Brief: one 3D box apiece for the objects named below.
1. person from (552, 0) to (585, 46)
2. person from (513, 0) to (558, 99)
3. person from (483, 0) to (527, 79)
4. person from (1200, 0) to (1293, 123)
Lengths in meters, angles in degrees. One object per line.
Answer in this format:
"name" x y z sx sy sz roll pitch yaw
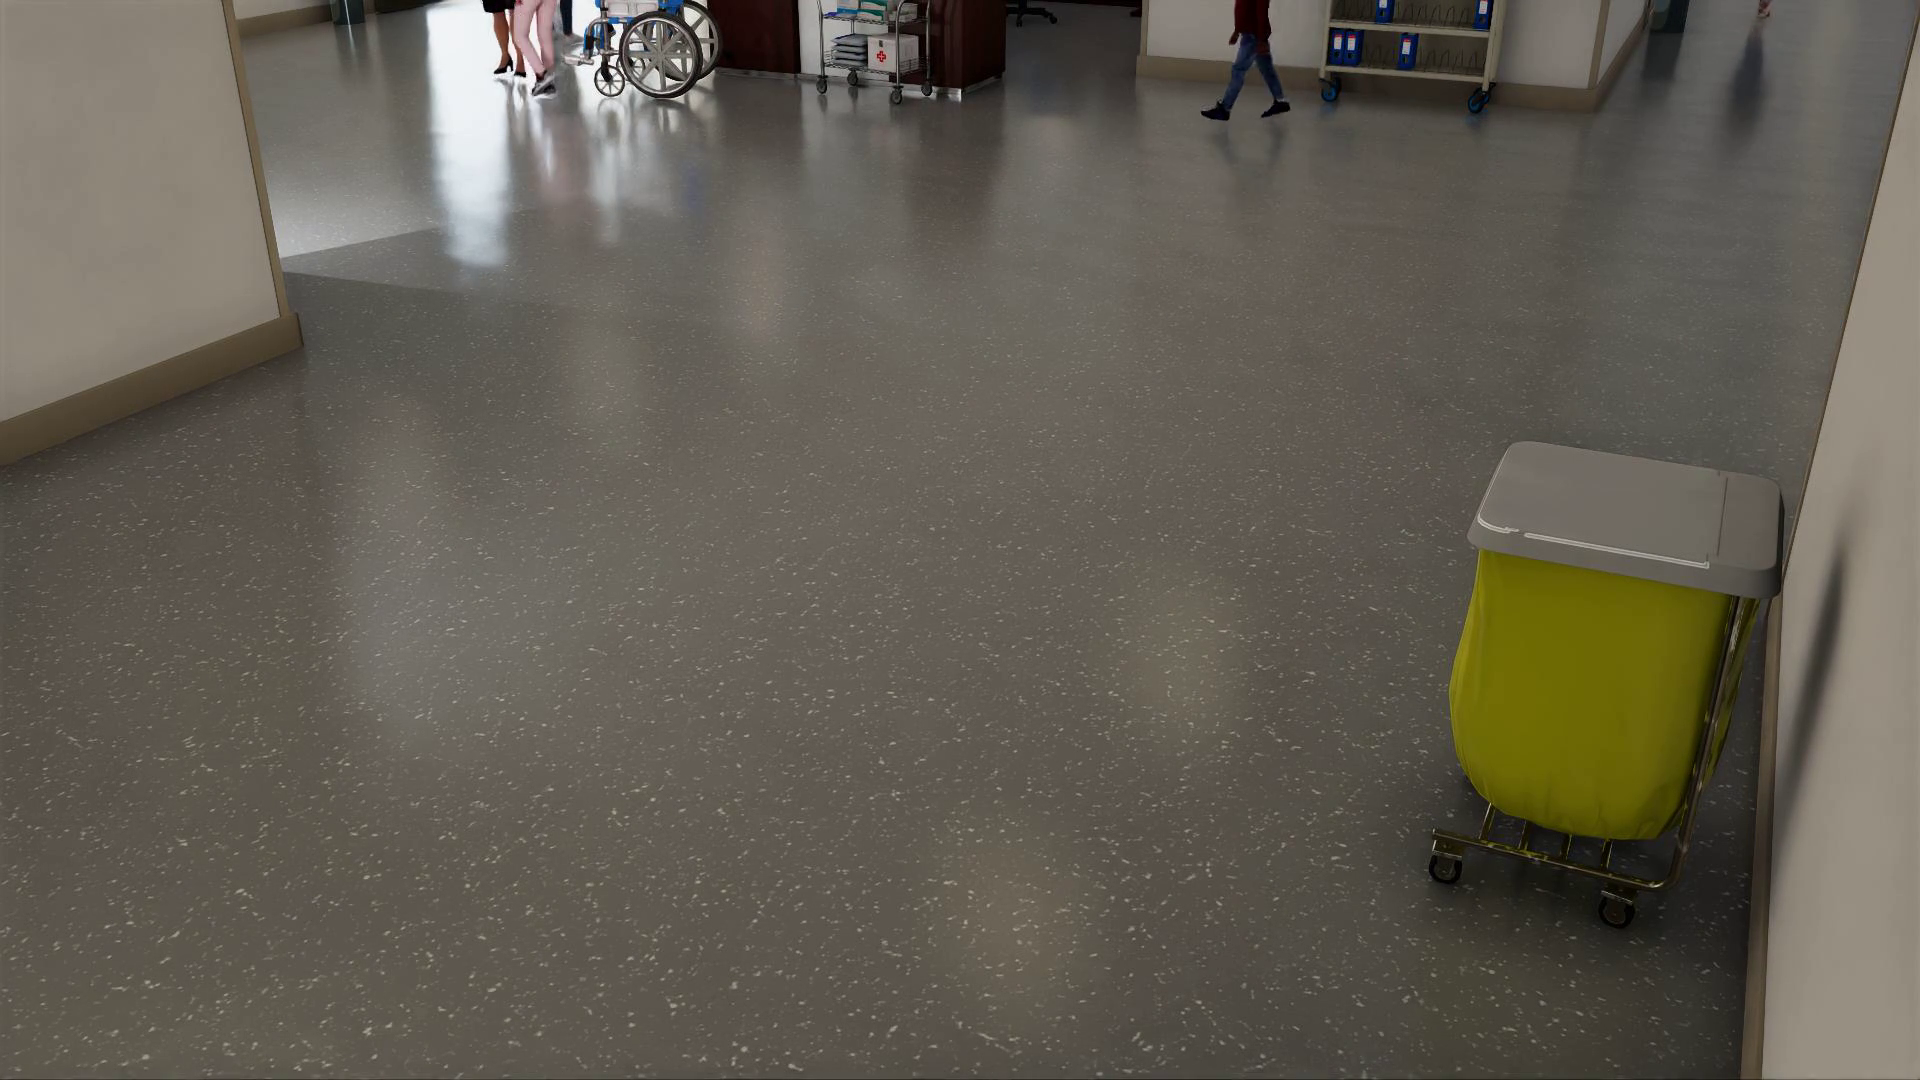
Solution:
"person" -3.589 -5.283 14.653 0.538 1.731 0.727 18 31 33
"person" -3.101 -4.042 12.287 0.665 1.551 0.784 -22 33 -37
"person" -3.618 -4.513 13.142 0.851 1.657 0.925 0 26 0
"person" 2.114 -3.523 11.578 0.944 1.232 0.712 2 26 3
